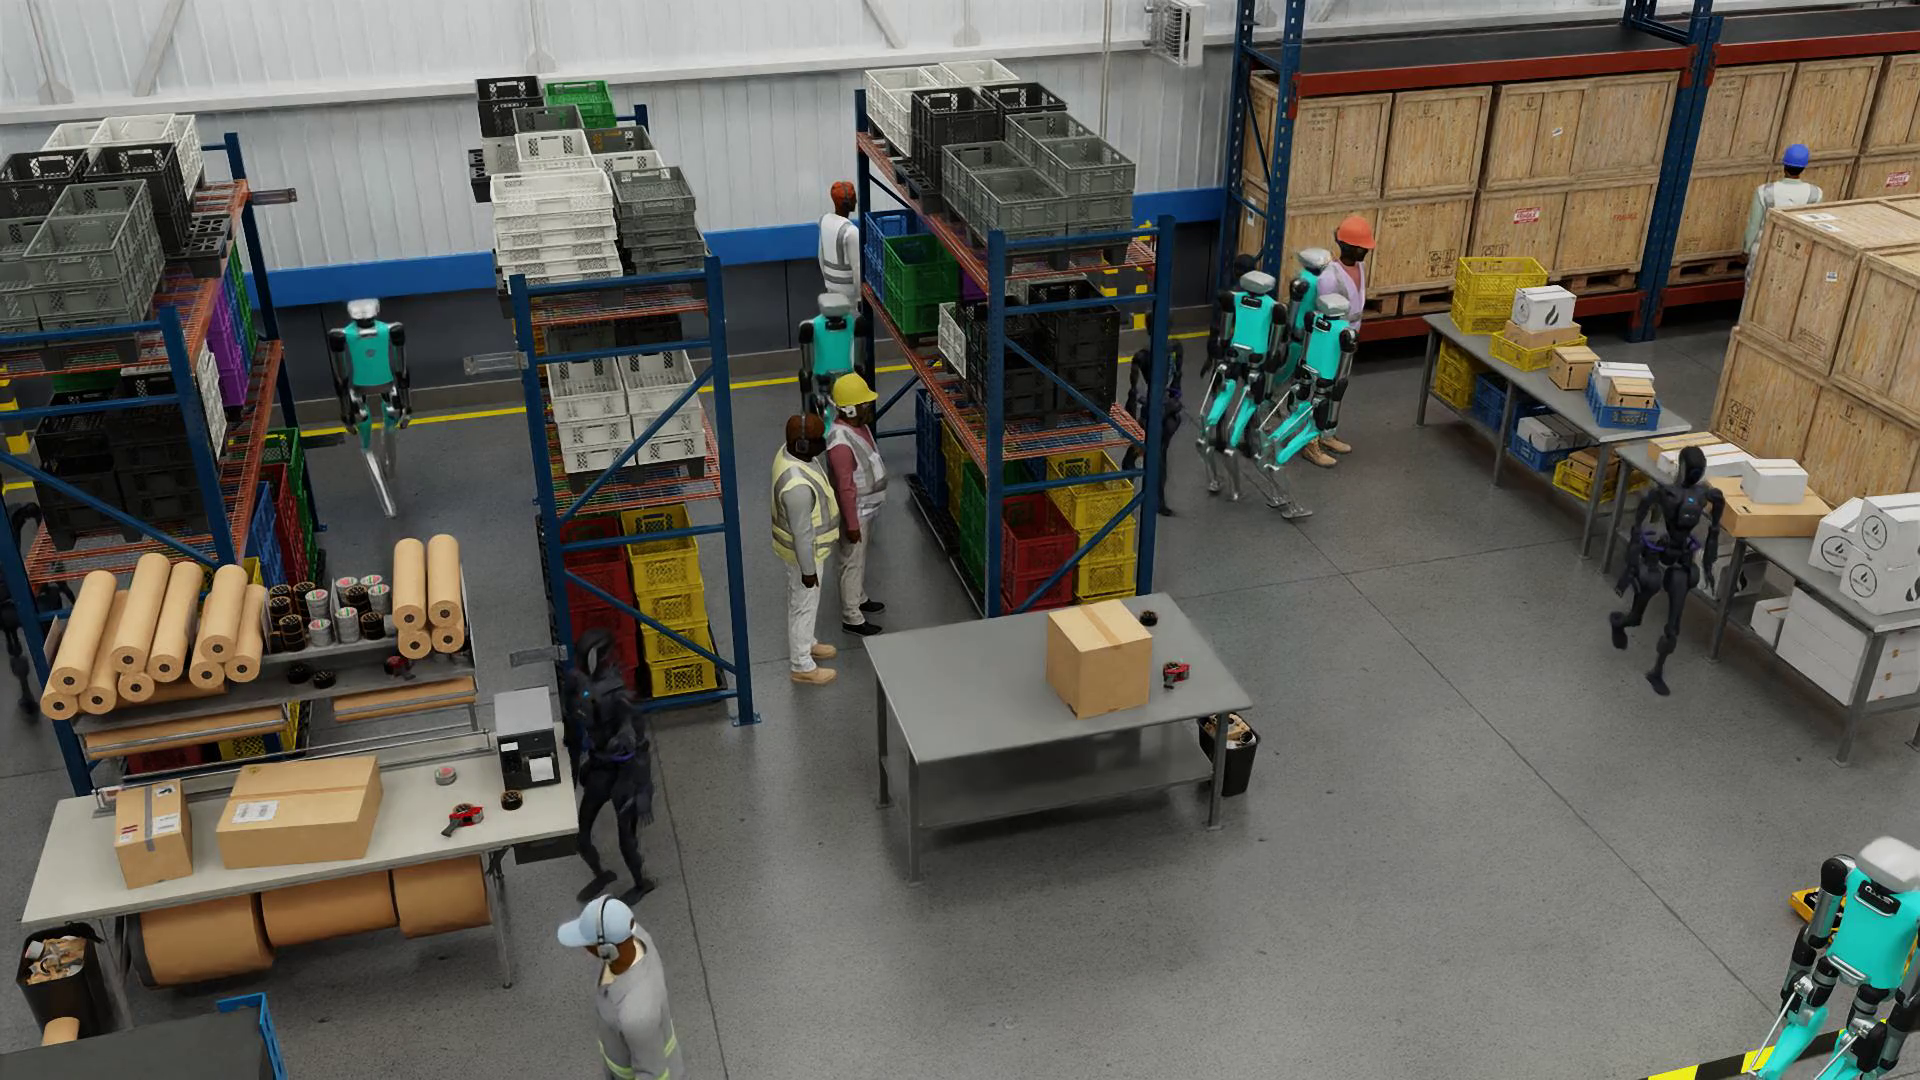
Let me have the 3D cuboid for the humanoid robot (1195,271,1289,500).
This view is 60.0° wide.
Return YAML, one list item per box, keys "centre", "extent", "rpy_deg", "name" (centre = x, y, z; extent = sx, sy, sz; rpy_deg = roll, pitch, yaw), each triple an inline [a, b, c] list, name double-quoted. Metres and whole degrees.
- centre: [2.074, -1.098, 12.670]
  extent: [0.543, 1.795, 0.772]
  rpy_deg: [18, 33, 29]
  name: "humanoid robot"

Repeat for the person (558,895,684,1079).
- centre: [-1.304, 2.144, 6.620]
  extent: [0.406, 1.848, 0.589]
  rpy_deg: [-8, 30, -14]
  name: "person"

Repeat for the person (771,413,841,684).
- centre: [-0.960, 0.045, 10.462]
  extent: [0.431, 1.836, 0.617]
  rpy_deg: [-4, 29, -7]
  name: "person"

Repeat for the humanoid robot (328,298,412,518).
- centre: [-4.455, -1.072, 12.619]
  extent: [0.559, 1.795, 0.933]
  rpy_deg: [-13, 31, -22]
  name: "humanoid robot"

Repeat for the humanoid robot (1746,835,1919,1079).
- centre: [3.504, 2.015, 6.827]
  extent: [0.735, 1.681, 0.533]
  rpy_deg: [-16, 33, -27]
  name: "humanoid robot"

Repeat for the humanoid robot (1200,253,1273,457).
- centre: [2.254, -1.490, 13.413]
  extent: [0.609, 1.639, 0.404]
  rpy_deg: [-10, 30, -17]
  name: "humanoid robot"

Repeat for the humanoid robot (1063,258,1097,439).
- centre: [0.921, -1.567, 13.576]
  extent: [0.591, 1.640, 0.516]
  rpy_deg: [-18, 33, -29]
  name: "humanoid robot"

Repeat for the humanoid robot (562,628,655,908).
- centre: [-1.780, 1.207, 8.507]
  extent: [0.607, 1.653, 0.371]
  rpy_deg: [17, 33, 29]
  name: "humanoid robot"

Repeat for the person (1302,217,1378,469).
- centre: [3.024, -1.571, 13.182]
  extent: [0.386, 2.039, 0.614]
  rpy_deg: [20, 34, 31]
  name: "person"

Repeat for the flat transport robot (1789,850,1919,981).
- centre: [5.163, 1.916, 8.676]
  extent: [1.431, 0.231, 0.659]
  rpy_deg: [-8, 30, -14]
  name: "flat transport robot"

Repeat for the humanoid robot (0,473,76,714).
- centre: [-5.706, 0.341, 10.083]
  extent: [0.599, 1.634, 0.424]
  rpy_deg: [-17, 33, -29]
  name: "humanoid robot"

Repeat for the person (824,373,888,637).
- centre: [-0.677, -0.235, 10.961]
  extent: [0.404, 1.837, 0.588]
  rpy_deg: [2, 29, 3]
  name: "person"

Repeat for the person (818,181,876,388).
- centre: [-0.997, -2.194, 14.478]
  extent: [0.344, 1.880, 0.585]
  rpy_deg: [-20, 34, -32]
  name: "person"

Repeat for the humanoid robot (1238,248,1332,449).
- centre: [2.575, -1.574, 13.515]
  extent: [0.946, 1.739, 0.535]
  rpy_deg: [25, 38, 38]
  name: "humanoid robot"

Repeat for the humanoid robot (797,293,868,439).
- centre: [-0.851, -0.839, 12.277]
  extent: [0.550, 1.913, 0.731]
  rpy_deg: [-11, 31, -20]
  name: "humanoid robot"

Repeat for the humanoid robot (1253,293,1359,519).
- centre: [2.475, -0.961, 12.287]
  extent: [0.749, 1.690, 0.530]
  rpy_deg: [-14, 32, -23]
  name: "humanoid robot"

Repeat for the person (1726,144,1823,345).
- centre: [7.479, -2.659, 15.255]
  extent: [0.601, 1.950, 0.381]
  rpy_deg: [5, 29, 9]
  name: "person"

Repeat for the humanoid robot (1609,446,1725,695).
- centre: [4.458, 0.119, 10.515]
  extent: [0.608, 1.632, 0.696]
  rpy_deg: [0, 29, 0]
  name: "humanoid robot"

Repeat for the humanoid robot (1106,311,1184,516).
- centre: [1.418, -0.961, 12.438]
  extent: [0.589, 1.649, 0.412]
  rpy_deg: [-23, 36, -35]
  name: "humanoid robot"
